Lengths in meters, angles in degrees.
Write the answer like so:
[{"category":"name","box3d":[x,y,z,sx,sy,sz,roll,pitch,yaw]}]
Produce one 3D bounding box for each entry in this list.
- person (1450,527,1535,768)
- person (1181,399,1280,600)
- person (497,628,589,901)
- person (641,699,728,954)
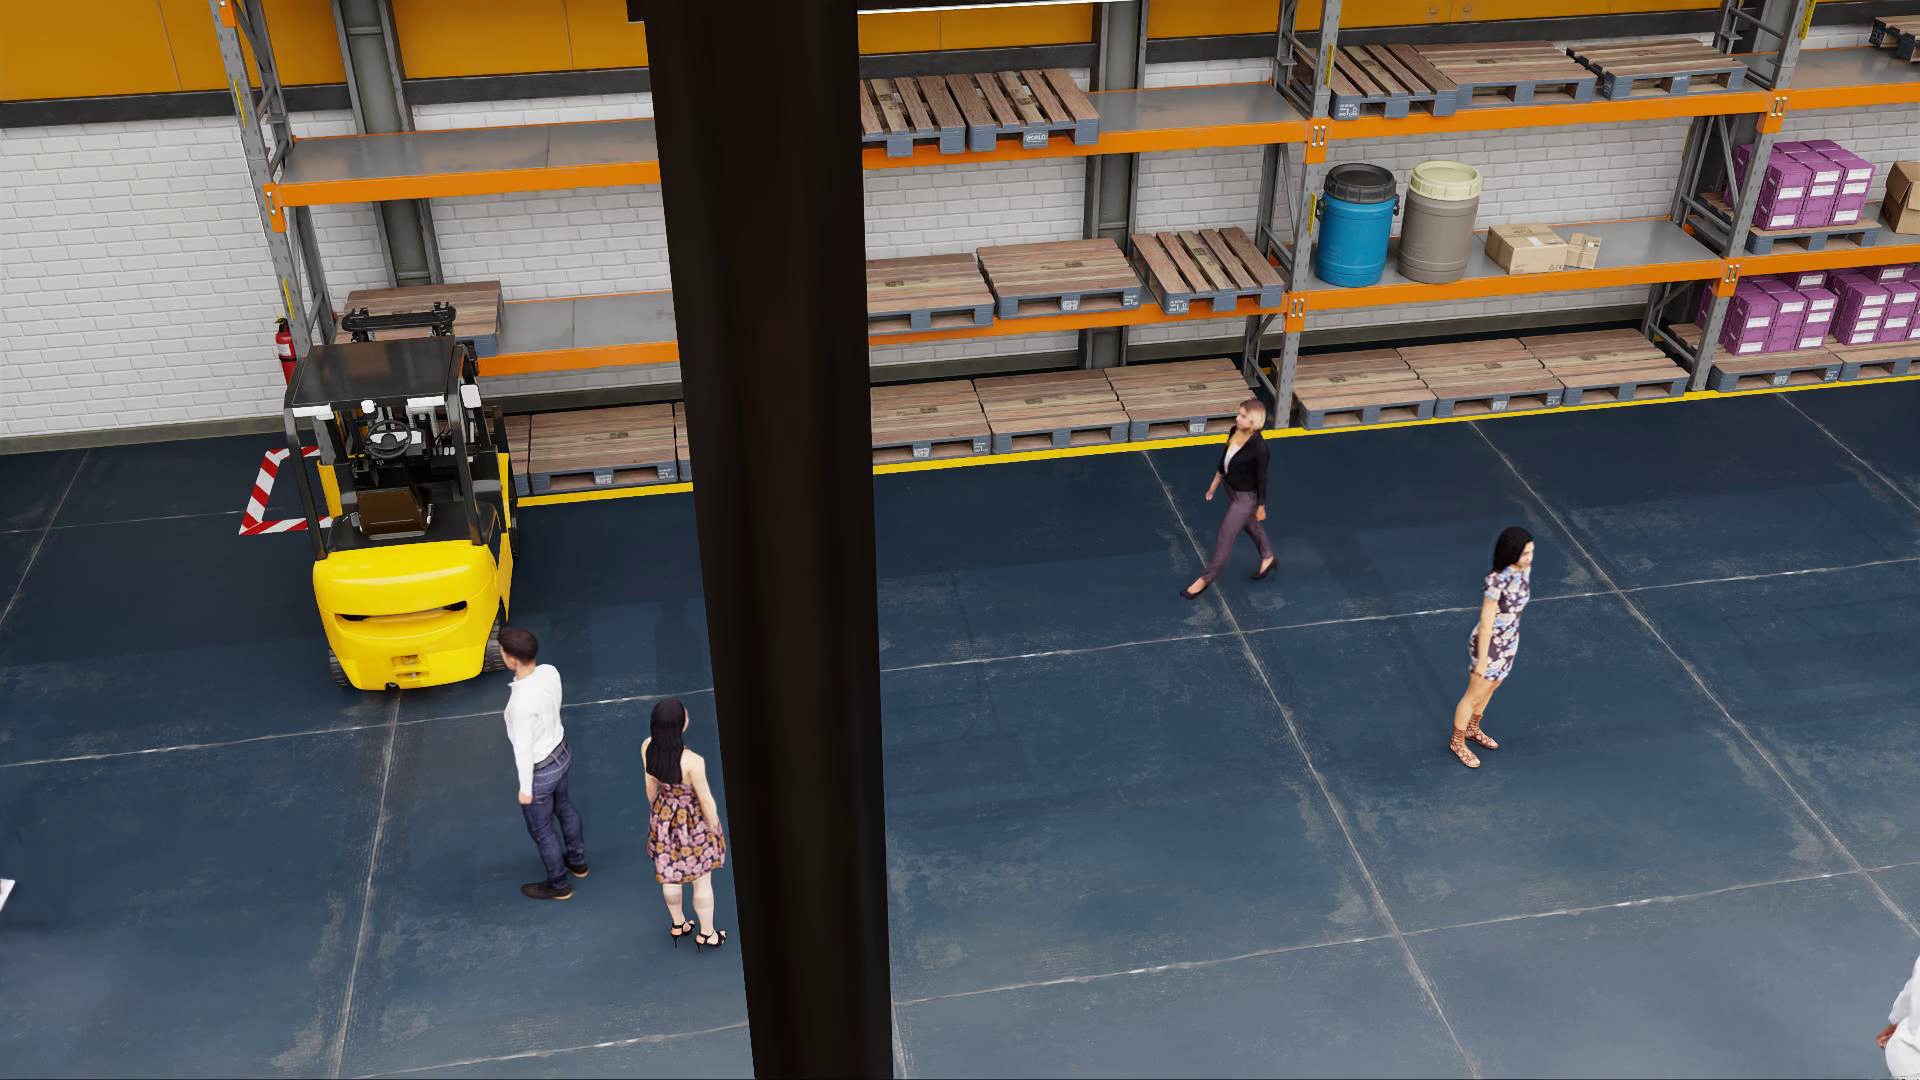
[{"category":"person","box3d":[3.427,0.664,10.655,0.623,1.732,0.729,-28,43,-36]},{"category":"person","box3d":[2.145,-0.300,12.208,1.096,1.620,0.699,-11,35,-15]},{"category":"person","box3d":[-2.388,1.294,9.591,0.725,1.861,0.714,7,34,10]},{"category":"person","box3d":[-1.531,1.587,9.228,0.789,1.774,0.862,15,36,21]}]
